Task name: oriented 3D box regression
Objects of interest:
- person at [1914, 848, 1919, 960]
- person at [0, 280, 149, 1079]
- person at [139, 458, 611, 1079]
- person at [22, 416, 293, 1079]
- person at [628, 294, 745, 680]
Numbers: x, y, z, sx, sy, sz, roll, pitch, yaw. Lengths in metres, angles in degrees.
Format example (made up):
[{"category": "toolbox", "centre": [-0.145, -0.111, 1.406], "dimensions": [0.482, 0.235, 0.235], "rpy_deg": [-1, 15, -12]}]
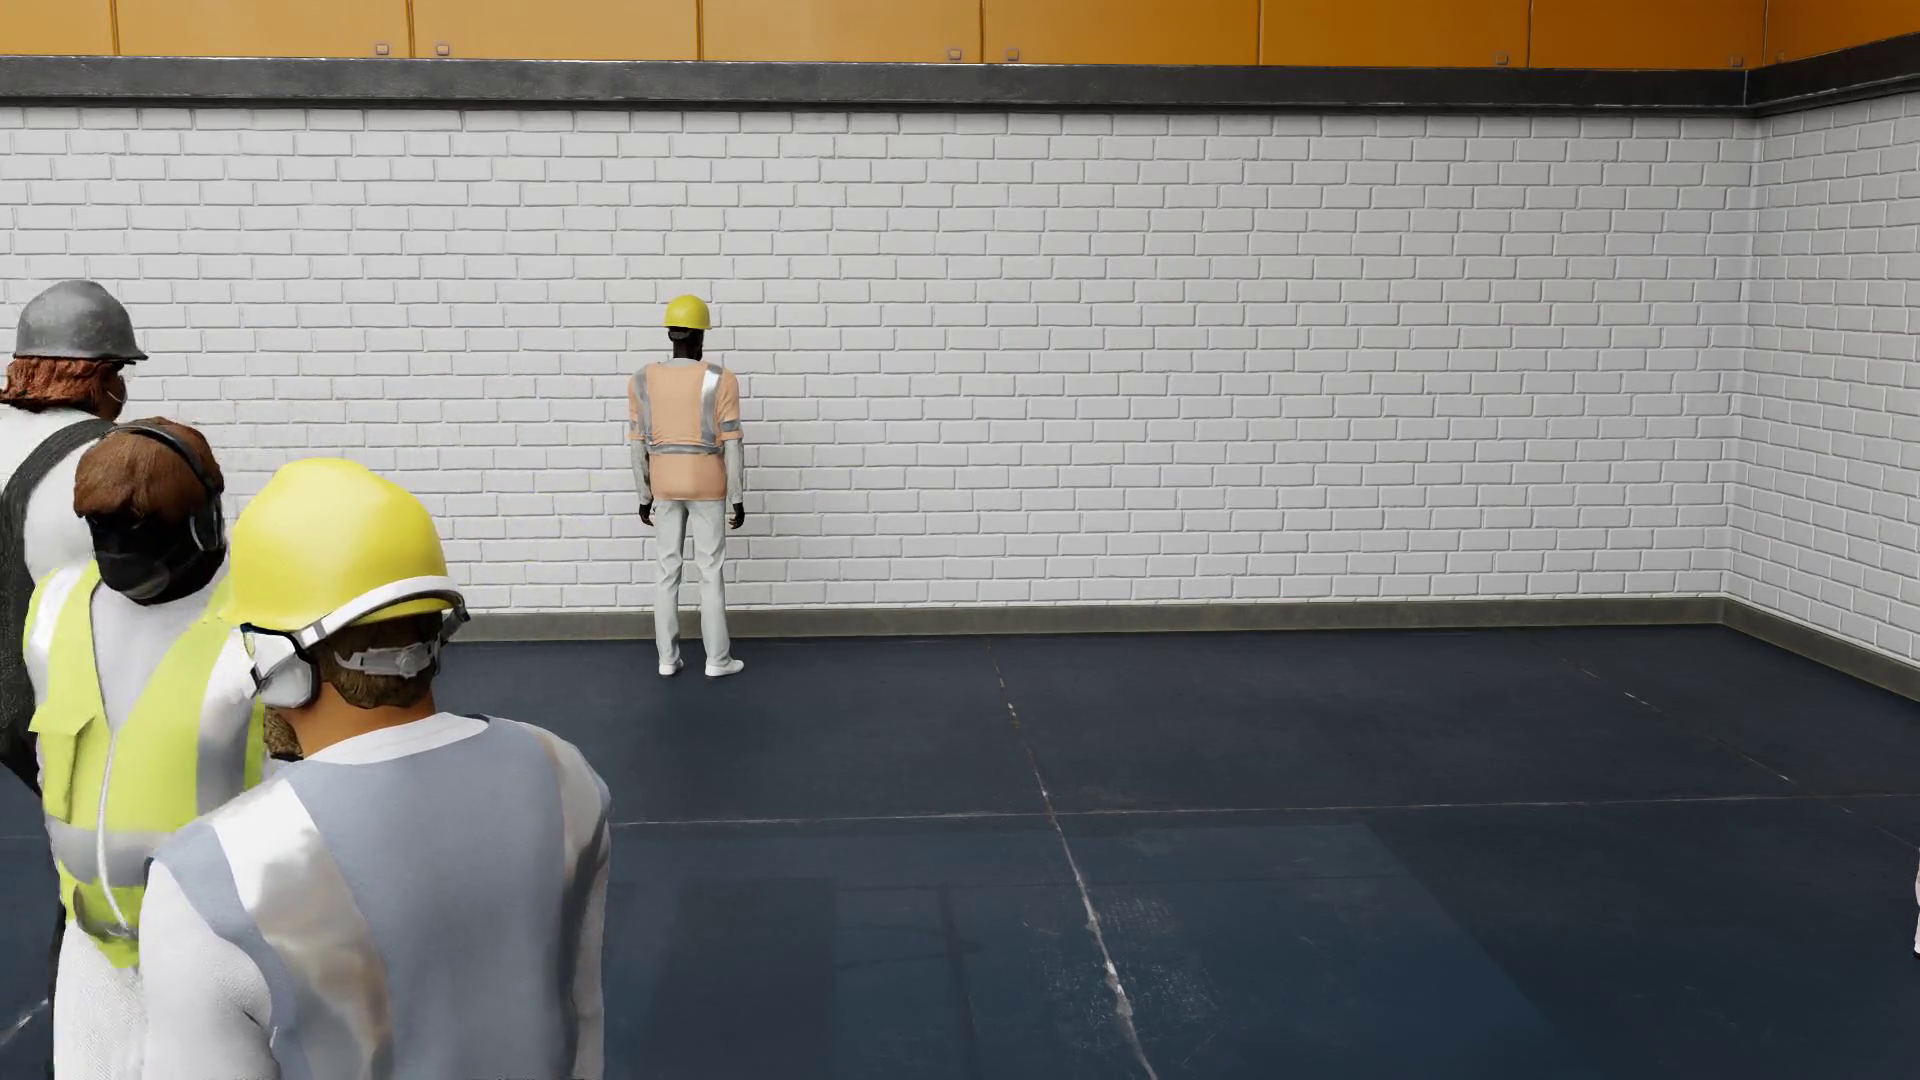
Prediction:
[{"category": "person", "centre": [3.000, 0.335, 4.675], "dimensions": [0.410, 1.909, 0.642], "rpy_deg": [-2, 9, -10]}, {"category": "person", "centre": [-2.045, 0.360, 4.100], "dimensions": [0.691, 2.000, 0.852], "rpy_deg": [4, 10, 21]}, {"category": "person", "centre": [-0.651, 0.818, 1.906], "dimensions": [0.403, 1.826, 0.590], "rpy_deg": [5, 10, 30]}, {"category": "person", "centre": [-1.370, 0.687, 2.840], "dimensions": [0.685, 1.786, 0.922], "rpy_deg": [2, 9, 12]}, {"category": "person", "centre": [-1.354, -0.257, 8.328], "dimensions": [0.587, 1.927, 0.369], "rpy_deg": [2, 9, 10]}]
